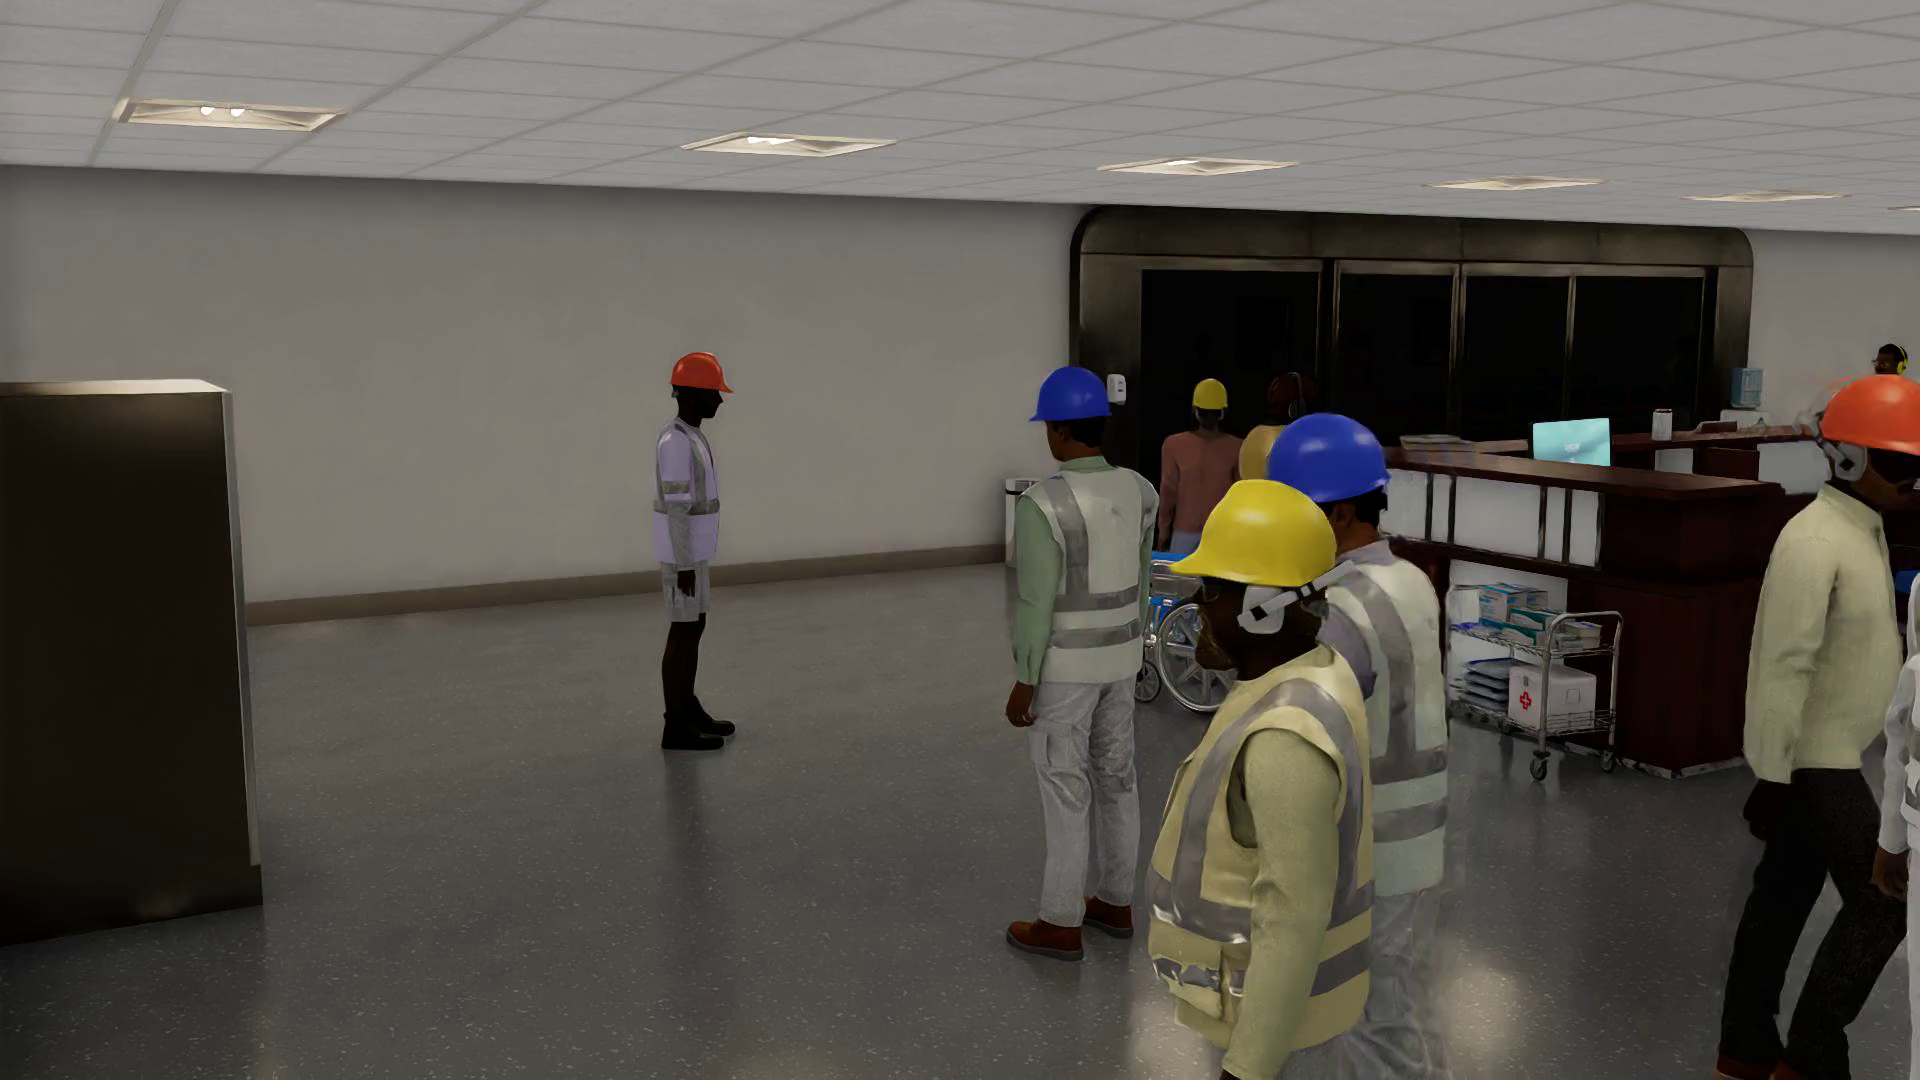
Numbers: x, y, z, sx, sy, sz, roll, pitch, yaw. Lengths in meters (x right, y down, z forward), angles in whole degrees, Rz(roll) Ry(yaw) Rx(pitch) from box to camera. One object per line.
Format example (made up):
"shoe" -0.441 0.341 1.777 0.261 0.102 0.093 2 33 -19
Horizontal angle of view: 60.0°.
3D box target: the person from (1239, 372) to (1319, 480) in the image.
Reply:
"person" 1.579 0.106 8.081 0.430 1.835 0.619 -2 8 -13

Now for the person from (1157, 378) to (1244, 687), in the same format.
"person" 1.403 -0.059 9.541 0.535 1.751 0.507 2 8 11

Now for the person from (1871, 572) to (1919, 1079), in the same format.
"person" 2.240 0.695 3.610 0.337 1.882 0.585 -2 8 -16

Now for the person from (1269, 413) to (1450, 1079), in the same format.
"person" 0.746 0.677 3.688 0.846 1.903 0.599 4 9 25

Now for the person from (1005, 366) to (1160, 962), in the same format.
"person" 0.394 0.404 5.488 0.604 1.948 0.386 -8 11 -44

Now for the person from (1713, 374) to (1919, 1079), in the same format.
"person" 2.304 0.557 4.319 0.614 1.962 0.608 5 9 32

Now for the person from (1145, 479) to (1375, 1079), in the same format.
"person" 0.535 0.804 3.002 0.403 1.835 0.586 2 8 14

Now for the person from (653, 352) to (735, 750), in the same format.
"person" -1.291 0.053 8.102 0.390 1.929 0.545 0 8 1
